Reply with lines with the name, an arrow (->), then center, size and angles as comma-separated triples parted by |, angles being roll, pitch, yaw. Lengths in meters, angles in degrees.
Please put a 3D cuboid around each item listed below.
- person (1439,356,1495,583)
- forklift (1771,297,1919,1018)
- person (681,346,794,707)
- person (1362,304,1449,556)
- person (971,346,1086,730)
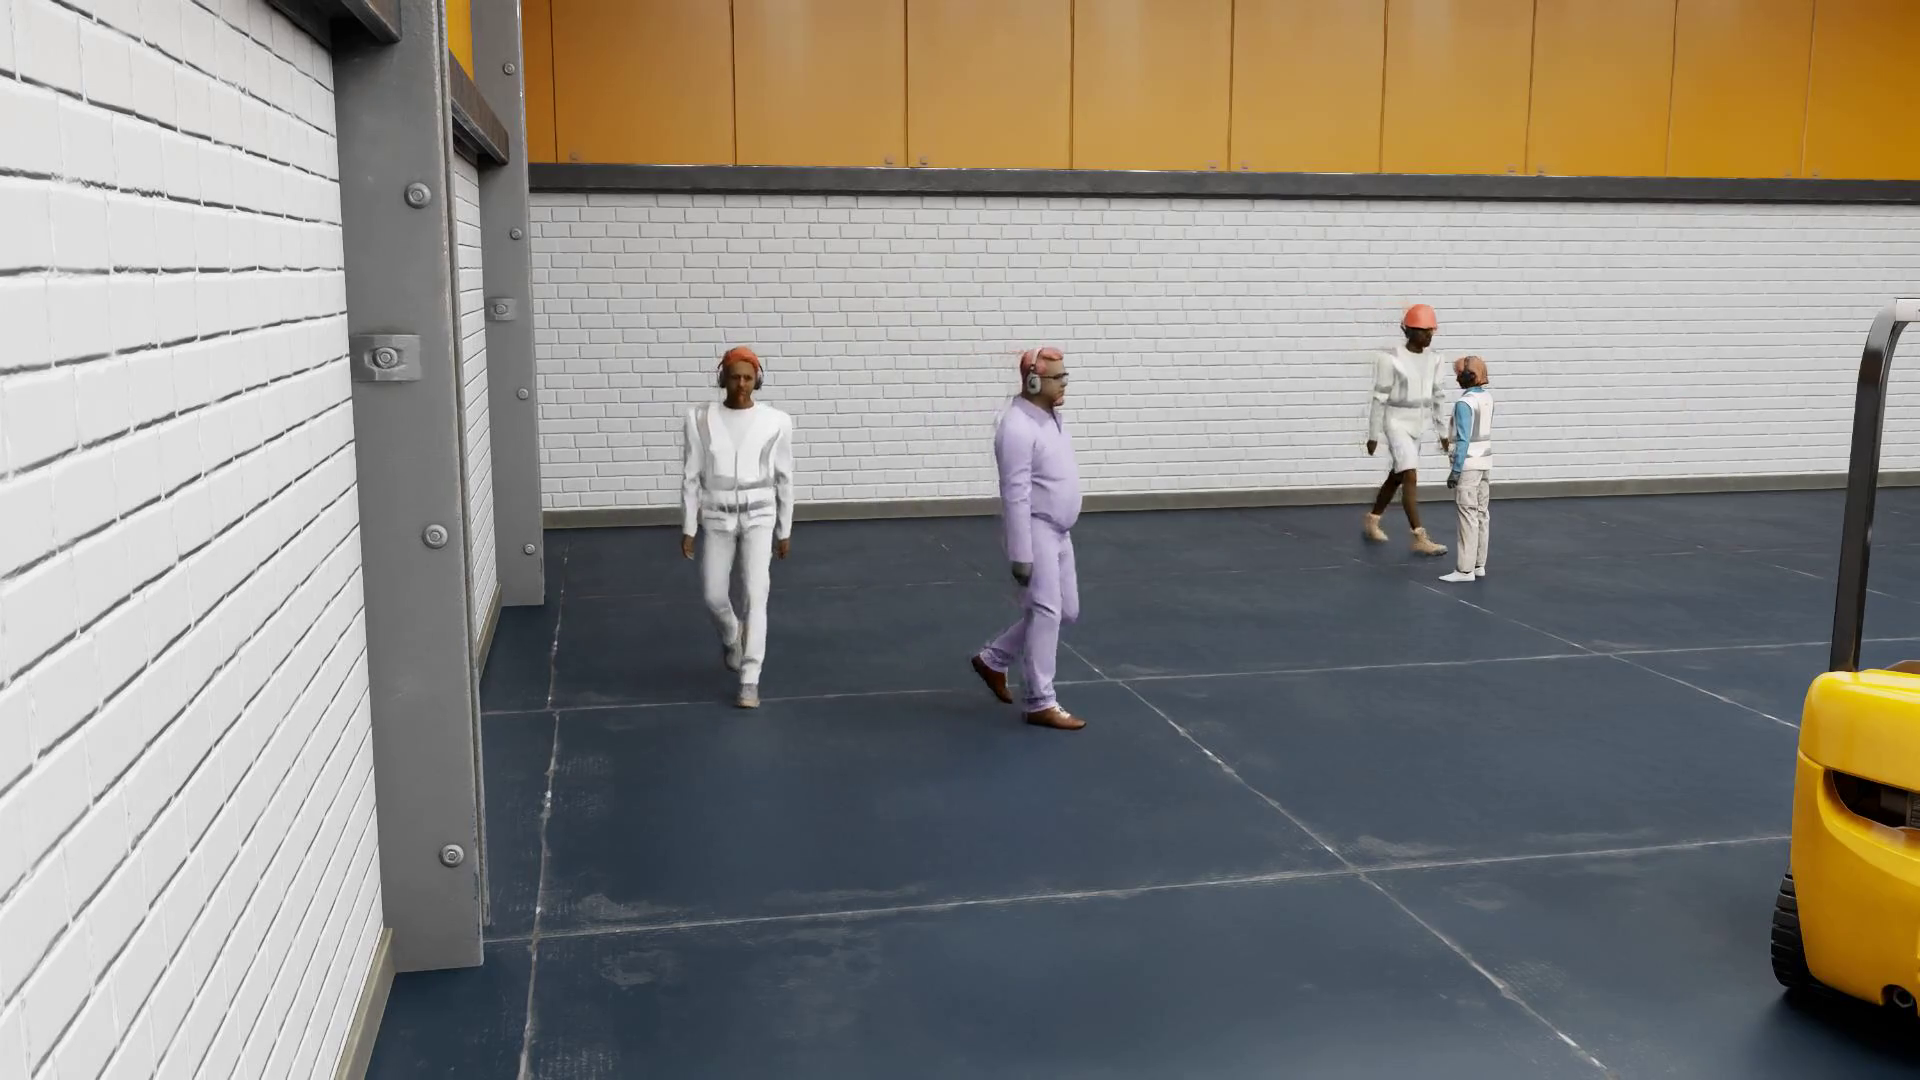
person -> 3.673, -0.507, 11.989 | 0.310, 1.640, 0.514 | 7, 12, 38
forklift -> 3.542, 0.334, 5.177 | 2.313, 2.155, 1.214 | -9, 13, -43
person -> -1.166, -0.092, 8.767 | 0.594, 1.867, 0.732 | -1, 9, -5
person -> 3.587, -0.898, 13.376 | 0.620, 1.986, 1.038 | -5, 11, -29
person -> 0.350, -0.011, 8.199 | 0.549, 1.887, 0.662 | 3, 10, 20
